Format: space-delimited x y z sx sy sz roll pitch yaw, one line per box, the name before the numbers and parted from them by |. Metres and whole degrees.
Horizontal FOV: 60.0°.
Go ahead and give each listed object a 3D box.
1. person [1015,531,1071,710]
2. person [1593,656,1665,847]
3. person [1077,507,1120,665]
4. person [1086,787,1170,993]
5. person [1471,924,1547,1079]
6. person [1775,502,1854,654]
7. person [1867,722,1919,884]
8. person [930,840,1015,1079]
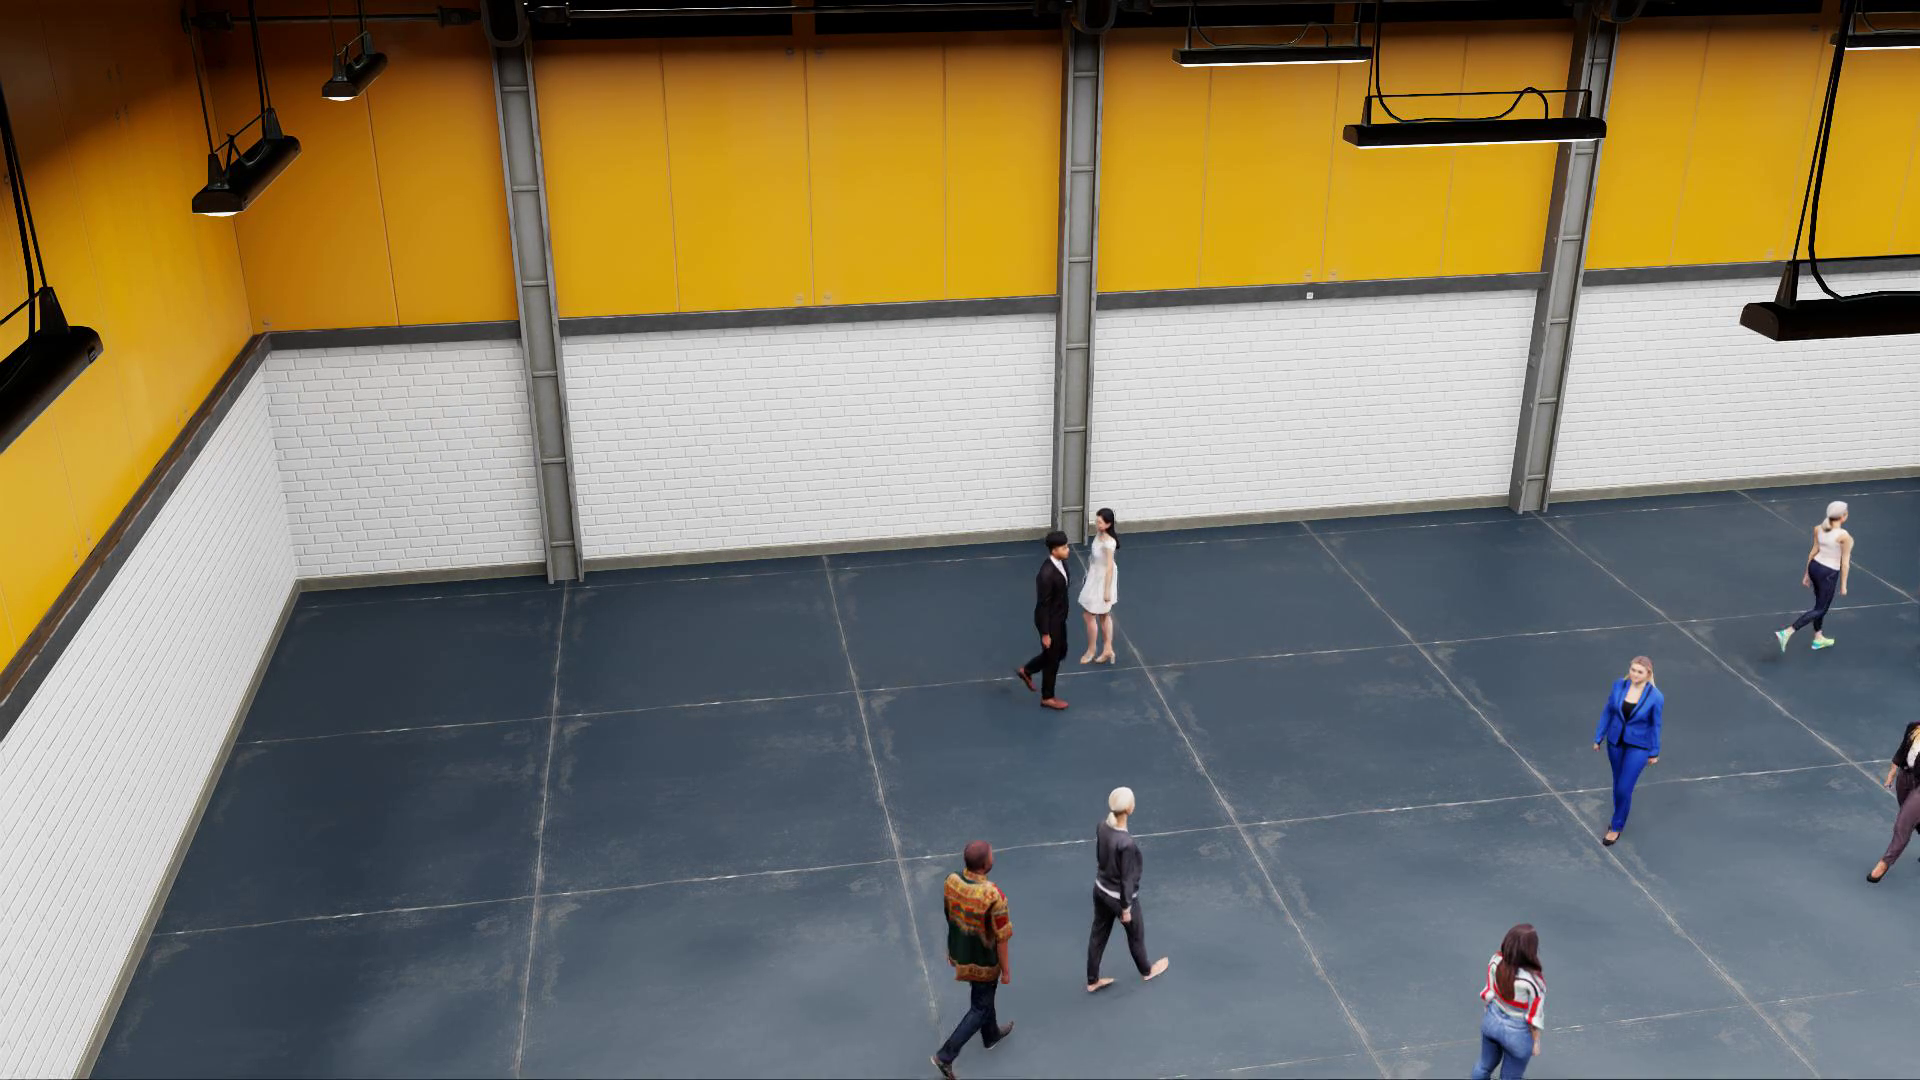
person | 0.802 0.767 16.220 1.014 1.867 0.939 10 26 23
person | 5.762 1.736 14.231 0.937 1.684 0.857 -20 31 -38
person | 1.523 0.478 17.014 0.693 1.761 0.698 1 24 2
person | 1.090 2.604 12.216 1.014 1.708 0.868 -15 28 -31
person | 3.603 3.225 10.925 0.655 1.605 0.667 -16 28 -33
person | 8.888 0.425 17.233 1.108 1.682 0.687 -8 25 -17
person | 7.884 2.039 13.602 1.078 1.634 0.732 -8 25 -18
person | 0.069 2.906 11.434 1.079 1.781 1.211 20 31 39
